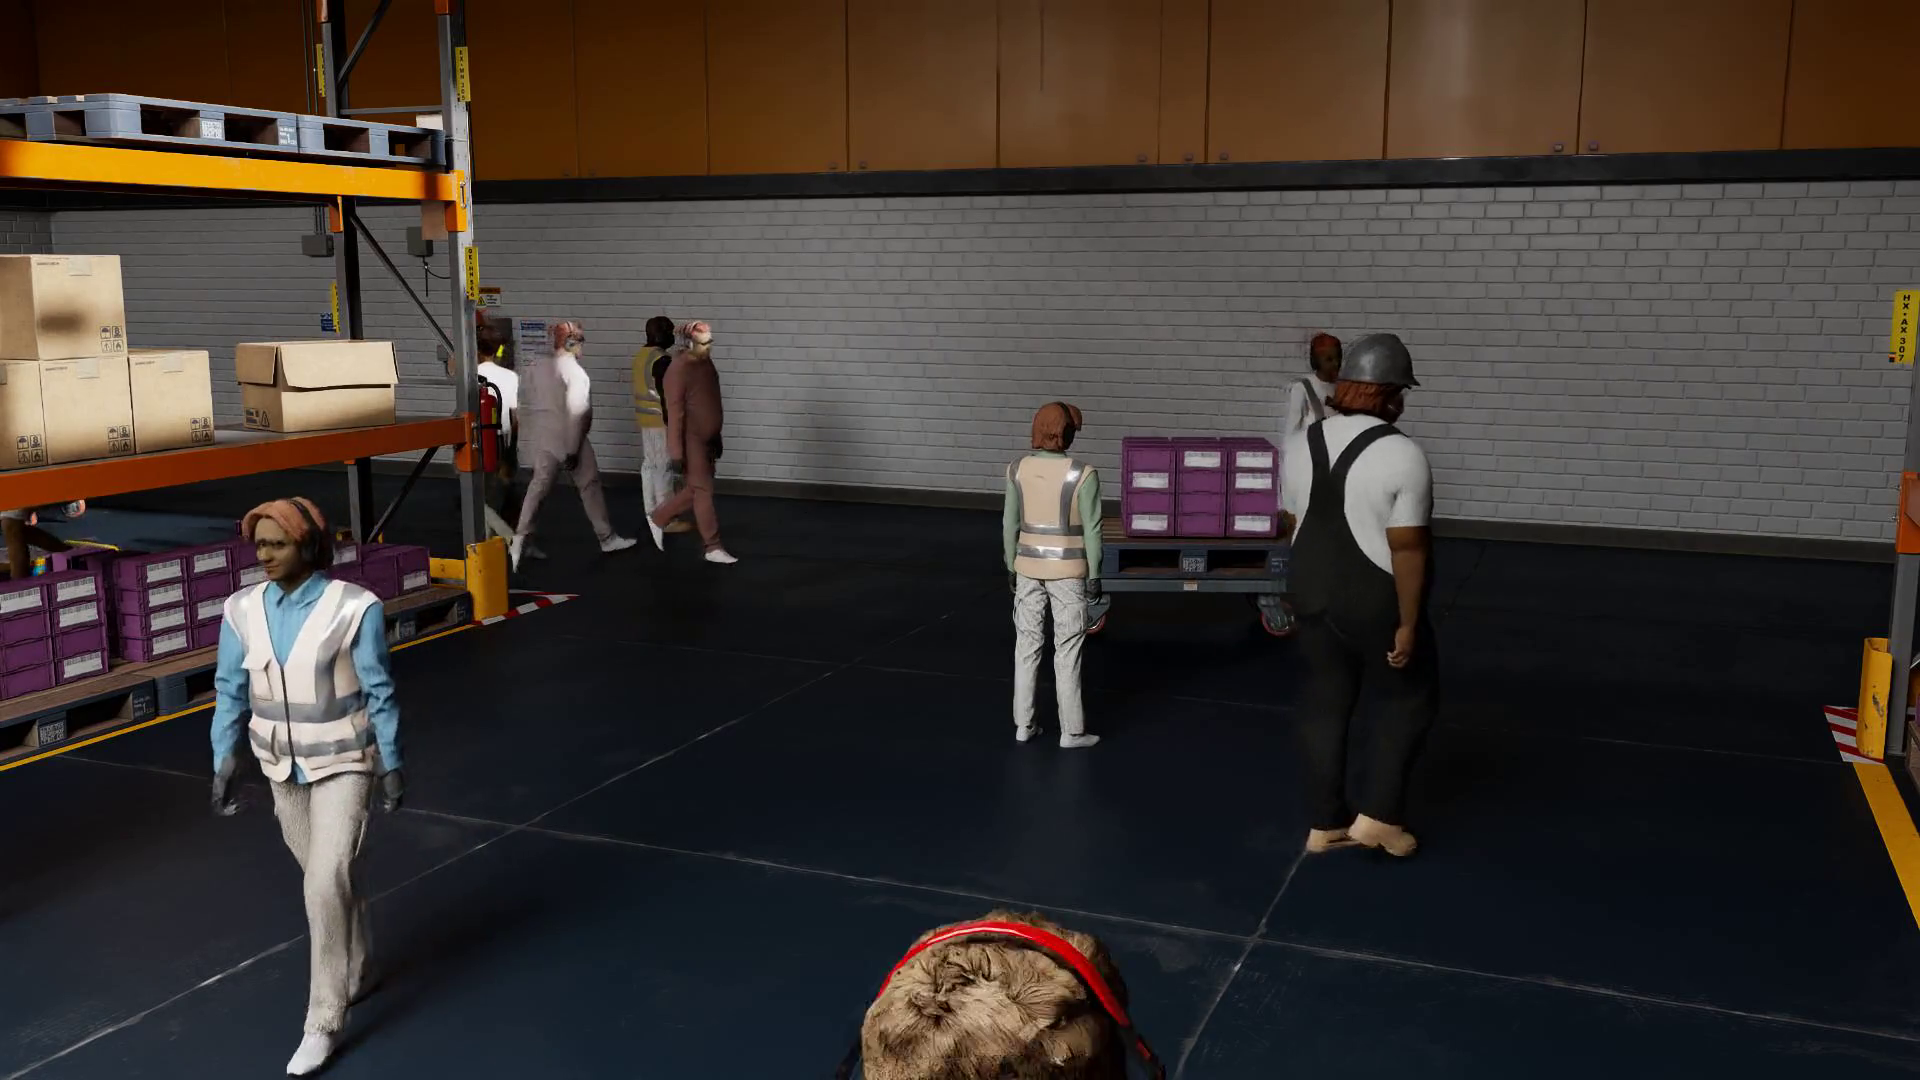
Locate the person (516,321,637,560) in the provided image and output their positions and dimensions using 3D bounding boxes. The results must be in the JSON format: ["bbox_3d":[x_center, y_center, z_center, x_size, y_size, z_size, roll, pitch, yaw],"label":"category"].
[{"bbox_3d":[-3.062,-0.769,12.911,0.649,1.851,1.030,9,13,42],"label":"person"}]

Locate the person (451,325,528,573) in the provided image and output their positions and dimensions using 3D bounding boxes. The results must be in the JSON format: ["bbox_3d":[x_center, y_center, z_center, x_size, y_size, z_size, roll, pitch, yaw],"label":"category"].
[{"bbox_3d":[-3.417,-0.644,12.150,0.701,1.840,0.550,8,12,39],"label":"person"}]

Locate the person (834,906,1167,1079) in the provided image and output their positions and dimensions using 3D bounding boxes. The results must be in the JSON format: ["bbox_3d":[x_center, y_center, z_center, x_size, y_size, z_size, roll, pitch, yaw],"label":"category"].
[{"bbox_3d":[0.052,1.177,1.172,0.619,1.815,0.451,4,10,22],"label":"person"}]

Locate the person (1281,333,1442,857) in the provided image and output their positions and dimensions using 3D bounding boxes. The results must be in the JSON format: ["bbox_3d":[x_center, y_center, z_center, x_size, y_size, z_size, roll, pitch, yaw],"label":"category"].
[{"bbox_3d":[1.546,0.212,6.357,0.540,2.000,0.685,-7,12,-38],"label":"person"}]

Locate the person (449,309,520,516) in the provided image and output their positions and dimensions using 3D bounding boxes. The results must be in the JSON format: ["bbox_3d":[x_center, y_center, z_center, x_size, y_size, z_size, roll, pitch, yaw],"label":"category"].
[{"bbox_3d":[-4.363,-1.166,15.146,0.544,1.907,0.951,-8,12,-40],"label":"person"}]

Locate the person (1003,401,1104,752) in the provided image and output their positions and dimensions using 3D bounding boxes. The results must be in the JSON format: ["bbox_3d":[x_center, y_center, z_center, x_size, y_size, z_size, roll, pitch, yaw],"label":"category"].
[{"bbox_3d":[0.437,0.171,7.822,0.523,1.638,0.311,6,11,33],"label":"person"}]

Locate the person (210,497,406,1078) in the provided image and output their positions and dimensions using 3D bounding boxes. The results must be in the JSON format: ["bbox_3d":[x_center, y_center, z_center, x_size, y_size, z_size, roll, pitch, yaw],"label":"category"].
[{"bbox_3d":[-1.903,0.687,4.772,0.540,1.608,0.731,2,10,14],"label":"person"}]

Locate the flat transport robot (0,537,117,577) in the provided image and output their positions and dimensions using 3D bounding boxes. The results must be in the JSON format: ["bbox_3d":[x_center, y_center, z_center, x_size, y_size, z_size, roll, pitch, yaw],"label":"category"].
[{"bbox_3d":[-6.679,0.187,11.857,0.652,0.197,1.431,5,11,29],"label":"flat transport robot"}]

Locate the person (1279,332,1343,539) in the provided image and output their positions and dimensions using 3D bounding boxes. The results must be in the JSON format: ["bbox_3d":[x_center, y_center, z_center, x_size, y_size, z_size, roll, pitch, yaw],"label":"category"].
[{"bbox_3d":[2.476,-0.485,11.251,1.019,1.826,0.700,9,13,43],"label":"person"}]

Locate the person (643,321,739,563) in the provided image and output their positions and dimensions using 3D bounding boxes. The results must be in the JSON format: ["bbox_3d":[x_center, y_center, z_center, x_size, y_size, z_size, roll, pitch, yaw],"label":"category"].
[{"bbox_3d":[-2.094,-0.740,12.690,0.764,1.869,0.693,3,10,17],"label":"person"}]

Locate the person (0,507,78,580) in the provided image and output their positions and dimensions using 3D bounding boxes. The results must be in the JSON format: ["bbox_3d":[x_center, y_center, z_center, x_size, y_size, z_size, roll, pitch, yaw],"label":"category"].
[{"bbox_3d":[-5.995,-0.494,10.720,0.609,2.021,0.773,7,12,36],"label":"person"}]

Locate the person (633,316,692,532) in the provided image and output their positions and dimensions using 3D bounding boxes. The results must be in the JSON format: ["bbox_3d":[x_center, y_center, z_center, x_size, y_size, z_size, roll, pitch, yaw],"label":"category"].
[{"bbox_3d":[-2.550,-0.989,14.236,0.429,1.844,0.625,-6,11,-31],"label":"person"}]
